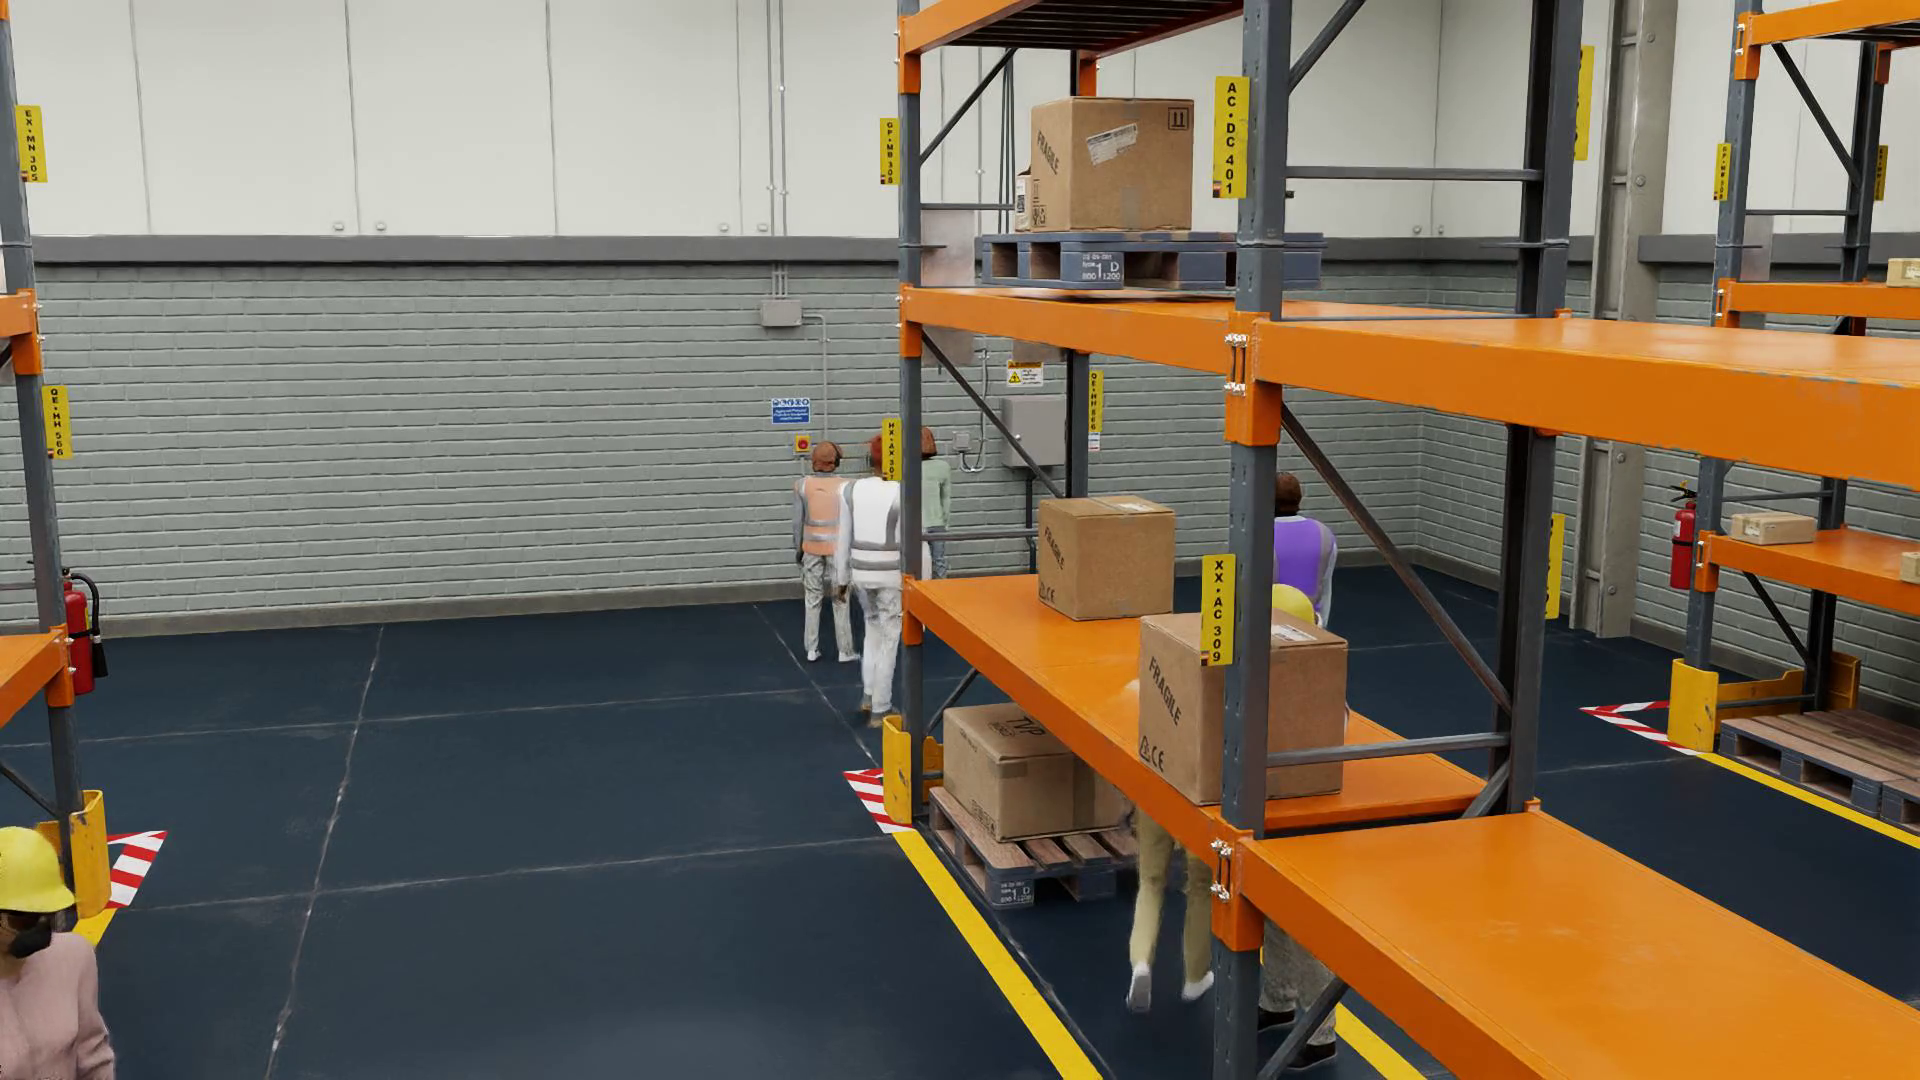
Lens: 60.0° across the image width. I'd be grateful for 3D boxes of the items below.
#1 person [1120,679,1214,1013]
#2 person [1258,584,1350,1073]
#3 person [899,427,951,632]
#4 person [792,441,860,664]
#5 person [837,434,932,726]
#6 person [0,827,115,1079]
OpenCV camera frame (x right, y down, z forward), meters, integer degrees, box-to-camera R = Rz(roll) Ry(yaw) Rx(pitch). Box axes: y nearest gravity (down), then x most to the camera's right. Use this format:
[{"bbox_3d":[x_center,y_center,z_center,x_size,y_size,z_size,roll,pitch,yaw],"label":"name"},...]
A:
[{"bbox_3d":[0.861,1.088,6.565,0.514,1.617,0.577,4,11,20],"label":"person"},{"bbox_3d":[1.210,1.055,6.199,0.410,1.820,0.595,-3,10,-17],"label":"person"},{"bbox_3d":[-0.289,-0.085,13.211,0.497,1.634,0.278,-7,12,-35],"label":"person"},{"bbox_3d":[-0.968,0.096,12.174,0.523,1.636,0.310,2,10,14],"label":"person"},{"bbox_3d":[-0.455,0.248,10.637,0.622,1.870,0.539,5,11,26],"label":"person"},{"bbox_3d":[-2.176,1.503,3.838,0.394,1.750,0.547,4,11,21],"label":"person"}]
